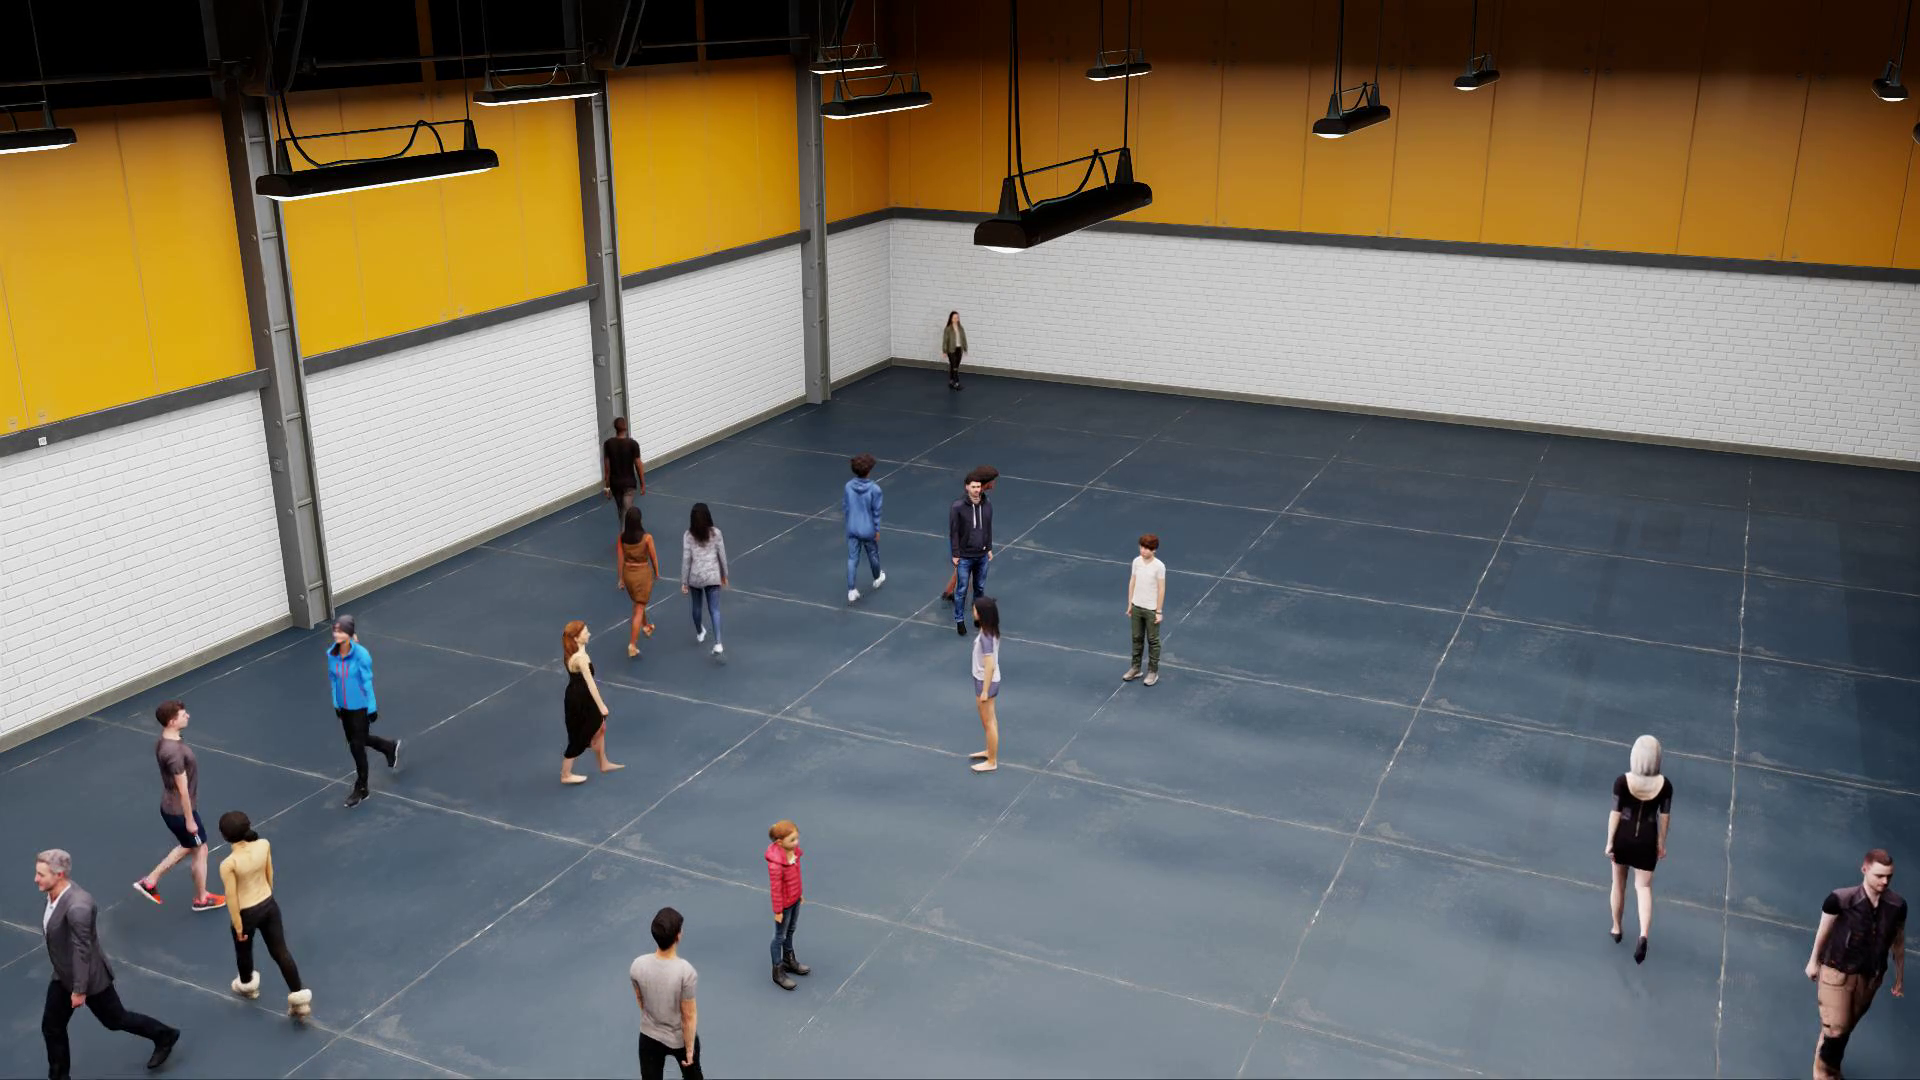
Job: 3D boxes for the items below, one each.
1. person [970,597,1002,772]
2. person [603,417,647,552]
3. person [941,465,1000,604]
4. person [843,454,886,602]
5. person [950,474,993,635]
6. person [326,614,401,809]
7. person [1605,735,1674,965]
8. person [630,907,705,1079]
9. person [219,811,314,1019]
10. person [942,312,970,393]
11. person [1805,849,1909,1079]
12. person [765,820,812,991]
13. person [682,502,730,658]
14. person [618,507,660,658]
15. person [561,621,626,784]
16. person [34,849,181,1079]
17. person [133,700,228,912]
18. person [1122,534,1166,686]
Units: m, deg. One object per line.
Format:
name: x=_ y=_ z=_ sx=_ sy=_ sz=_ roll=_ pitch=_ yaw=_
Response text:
person: x=0.257 y=1.344 z=15.750 sx=0.711 sy=1.732 sz=0.574 roll=1 pitch=19 yaw=3
person: x=-4.420 y=-0.679 z=21.694 sx=0.941 sy=1.772 sz=1.280 roll=2 pitch=19 yaw=7
person: x=0.103 y=-0.011 z=19.745 sx=0.975 sy=1.750 sz=0.944 roll=-6 pitch=19 yaw=-16
person: x=-1.215 y=-0.117 z=20.028 sx=0.808 sy=1.771 sz=1.175 roll=5 pitch=19 yaw=16
person: x=0.137 y=0.138 z=19.076 sx=0.739 sy=1.895 sz=0.816 roll=-8 pitch=20 yaw=-22
person: x=-5.453 y=1.506 z=15.196 sx=0.606 sy=1.778 sz=1.005 roll=8 pitch=20 yaw=23
person: x=5.135 y=2.360 z=12.602 sx=0.734 sy=1.816 sz=1.038 roll=4 pitch=19 yaw=11
person: x=-1.885 y=3.163 z=10.430 sx=0.804 sy=1.679 sz=1.179 roll=3 pitch=19 yaw=10
person: x=-4.979 y=2.697 z=11.904 sx=0.847 sy=1.623 sz=1.127 roll=14 pitch=23 yaw=37
person: x=-0.127 y=-3.444 z=30.419 sx=0.966 sy=1.444 sz=0.954 roll=-11 pitch=21 yaw=-29
person: x=5.946 y=2.842 z=11.171 sx=0.895 sy=1.815 sz=0.997 roll=1 pitch=19 yaw=2
person: x=-1.306 y=2.689 z=12.407 sx=0.559 sy=1.316 sz=0.424 roll=9 pitch=20 yaw=24
person: x=-2.818 y=0.475 z=18.395 sx=1.129 sy=1.690 sz=1.284 roll=-4 pitch=19 yaw=-13
person: x=-3.580 y=0.505 z=18.389 sx=0.677 sy=1.638 sz=1.082 roll=4 pitch=19 yaw=13
person: x=-3.613 y=1.530 z=15.408 sx=0.909 sy=1.597 sz=0.874 roll=-4 pitch=19 yaw=-13
person: x=-5.775 y=2.876 z=11.099 sx=0.869 sy=1.797 sz=1.286 roll=14 pitch=23 yaw=35
person: x=-6.254 y=2.158 z=13.170 sx=1.046 sy=1.836 sz=0.925 roll=-12 pitch=22 yaw=-33
person: x=1.990 y=0.720 z=17.724 sx=0.597 sy=1.654 sz=0.576 roll=12 pitch=22 yaw=33
